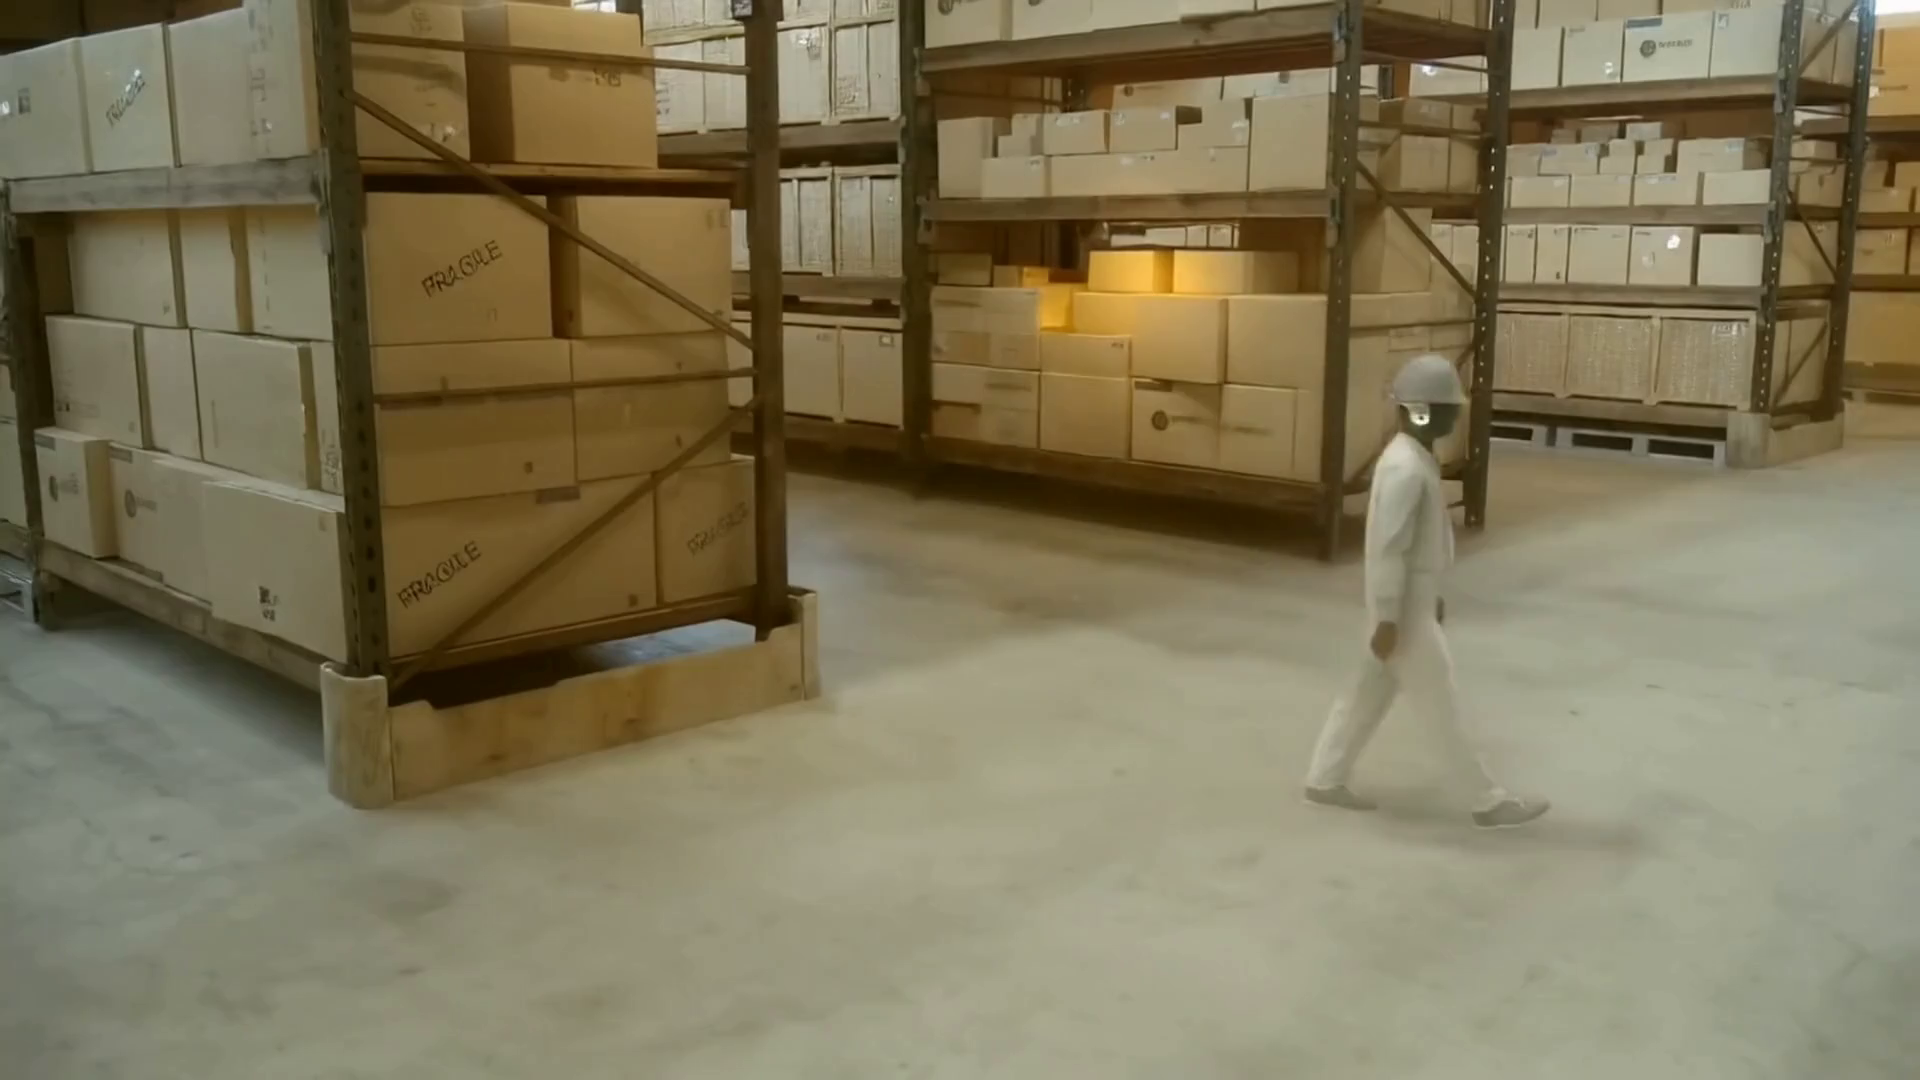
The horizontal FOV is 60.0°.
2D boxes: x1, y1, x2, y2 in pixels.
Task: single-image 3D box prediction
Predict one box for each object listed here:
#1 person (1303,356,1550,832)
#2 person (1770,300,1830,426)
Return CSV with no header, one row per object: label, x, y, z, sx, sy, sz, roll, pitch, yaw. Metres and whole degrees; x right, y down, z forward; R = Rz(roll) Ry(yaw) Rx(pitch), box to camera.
person,1.674,0.196,5.976,0.884,1.699,0.586,3,11,15
person,9.185,-2.147,18.299,0.603,1.882,1.043,-3,11,-17
